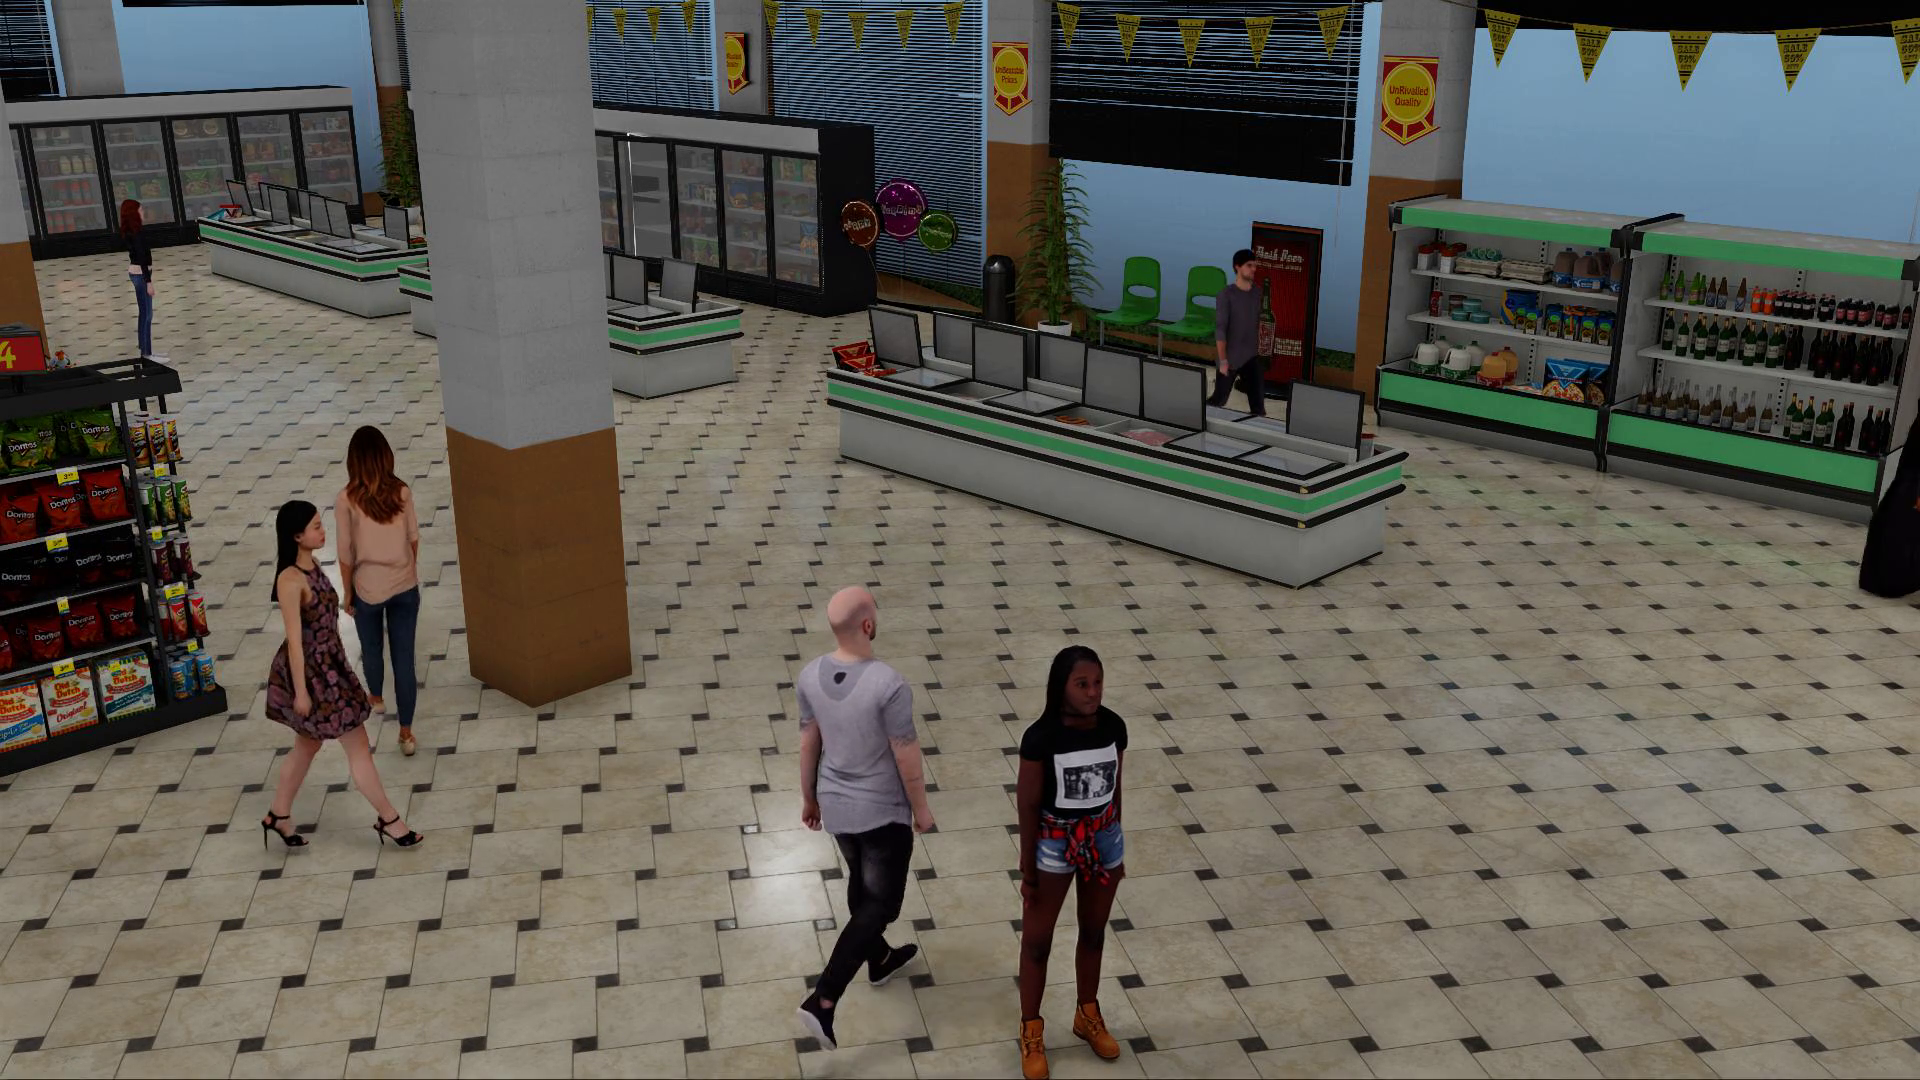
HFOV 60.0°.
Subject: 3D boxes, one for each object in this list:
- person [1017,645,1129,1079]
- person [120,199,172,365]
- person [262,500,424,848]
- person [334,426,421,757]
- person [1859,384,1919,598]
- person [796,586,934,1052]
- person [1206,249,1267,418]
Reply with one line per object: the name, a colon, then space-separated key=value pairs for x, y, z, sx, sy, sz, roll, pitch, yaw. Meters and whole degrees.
person: x=0.423 y=1.199 z=6.283 sx=0.692 sy=1.728 sz=0.707 roll=-8 pitch=20 yaw=-23
person: x=-8.870 y=-2.794 z=18.031 sx=0.663 sy=1.787 sz=0.525 roll=-12 pitch=22 yaw=-31
person: x=-3.084 y=0.679 z=7.800 sx=1.017 sy=1.743 sz=1.014 roll=-3 pitch=19 yaw=-8
person: x=-3.049 y=0.307 z=8.880 sx=0.830 sy=1.758 sz=1.107 roll=-9 pitch=20 yaw=-24
person: x=6.502 y=-0.363 z=11.116 sx=0.923 sy=1.599 sz=0.689 roll=12 pitch=22 yaw=32
person: x=-0.421 y=1.088 z=6.480 sx=1.141 sy=1.811 sz=0.875 roll=12 pitch=22 yaw=32
person: x=2.333 y=-1.583 z=14.414 sx=0.868 sy=1.805 sz=1.237 roll=-12 pitch=22 yaw=-32
